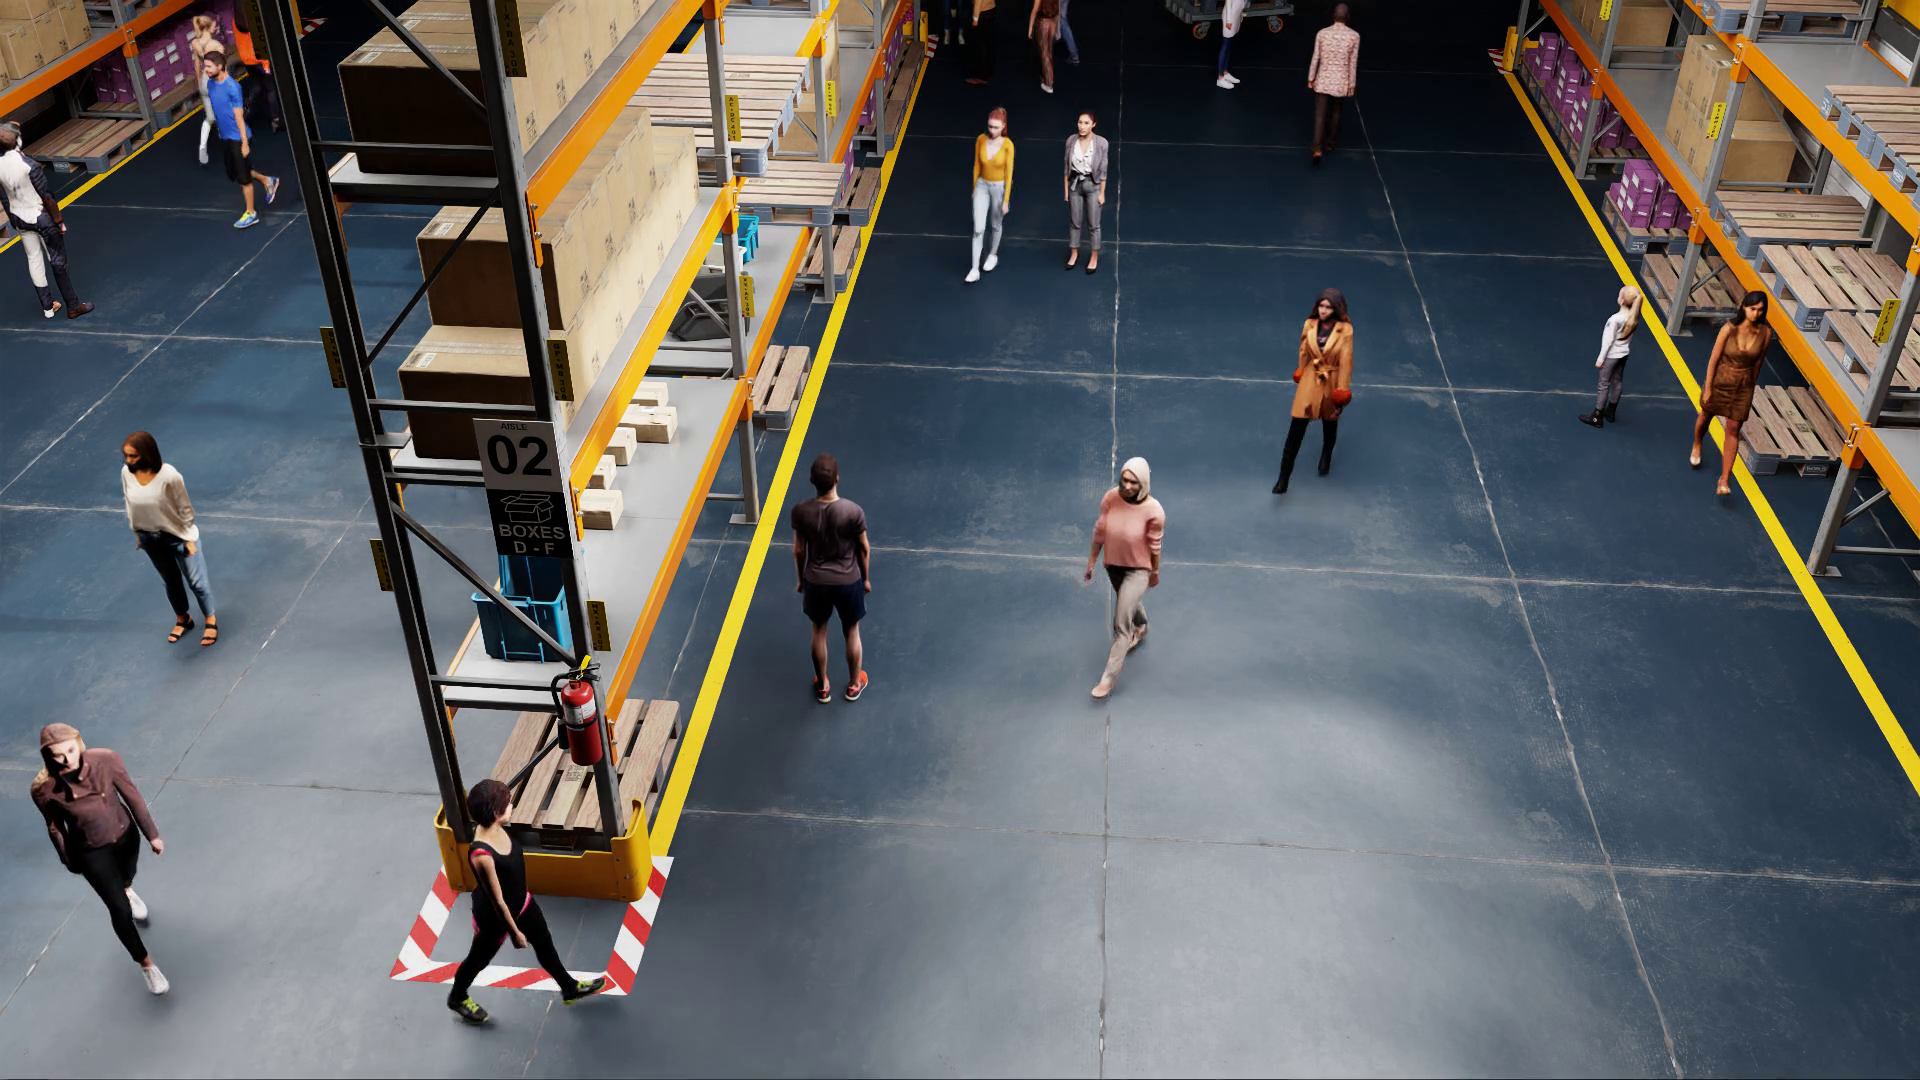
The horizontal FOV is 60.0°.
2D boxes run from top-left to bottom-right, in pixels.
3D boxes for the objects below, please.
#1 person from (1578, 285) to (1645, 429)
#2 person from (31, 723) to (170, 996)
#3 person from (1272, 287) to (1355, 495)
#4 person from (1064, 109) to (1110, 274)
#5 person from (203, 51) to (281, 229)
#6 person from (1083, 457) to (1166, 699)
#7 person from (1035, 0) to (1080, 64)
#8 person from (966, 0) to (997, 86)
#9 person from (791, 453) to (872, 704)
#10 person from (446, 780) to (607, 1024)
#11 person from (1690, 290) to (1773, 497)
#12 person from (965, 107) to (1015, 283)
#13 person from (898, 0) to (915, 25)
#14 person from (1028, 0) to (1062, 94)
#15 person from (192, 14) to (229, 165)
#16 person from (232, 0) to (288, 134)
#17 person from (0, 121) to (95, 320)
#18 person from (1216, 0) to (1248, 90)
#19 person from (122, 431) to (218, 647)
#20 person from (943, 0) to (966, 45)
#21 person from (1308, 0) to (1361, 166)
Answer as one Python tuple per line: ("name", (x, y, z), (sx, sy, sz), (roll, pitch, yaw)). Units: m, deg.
("person", (5.543, -1.563, 14.054), (0.580, 1.279, 0.629), (-19, 38, -26))
("person", (-4.616, 1.591, 8.961), (1.126, 1.665, 1.120), (29, 43, 36))
("person", (2.903, -1.204, 13.158), (1.036, 1.673, 1.281), (18, 38, 25))
("person", (1.261, -3.481, 16.582), (0.669, 1.675, 0.662), (12, 35, 17))
("person", (-7.601, -4.272, 17.613), (0.871, 1.850, 1.070), (17, 37, 24))
("person", (1.154, 0.148, 11.125), (1.013, 1.672, 1.234), (22, 39, 29))
("person", (1.405, -7.249, 22.133), (1.179, 1.805, 1.193), (-28, 43, -36))
("person", (0.301, -6.795, 21.498), (0.789, 1.753, 0.629), (14, 36, 20))
("person", (-0.829, 0.263, 10.788), (0.661, 1.853, 0.570), (0, 34, -1))
("person", (-2.461, 1.920, 8.614), (0.670, 1.500, 0.998), (2, 34, 3))
("person", (6.090, -1.240, 13.236), (0.662, 1.647, 1.096), (7, 34, 10))
("person", (0.356, -3.466, 16.519), (0.734, 1.720, 1.029), (10, 35, 15))
("person", (-0.813, -8.129, 23.569), (0.702, 1.681, 0.581), (1, 34, 2))
("person", (1.140, -6.491, 21.224), (0.745, 1.549, 0.834), (-17, 37, -24))
("person", (-8.587, -5.141, 19.090), (0.686, 1.663, 1.046), (4, 34, 6))
("person", (-8.424, -5.636, 19.772), (0.841, 1.733, 1.000), (17, 37, 24))
("person", (-8.718, -3.005, 15.672), (0.693, 1.890, 0.583), (4, 34, 7))
("person", (3.502, -6.744, 21.401), (0.746, 1.775, 0.604), (17, 37, 24))
("person", (-5.416, -0.033, 11.392), (0.625, 1.678, 0.556), (5, 34, 8))
("person", (-0.092, -7.609, 22.975), (0.598, 1.473, 0.531), (-3, 34, -4))
("person", (4.256, -5.197, 19.063), (0.761, 1.787, 1.203), (5, 34, 8))
